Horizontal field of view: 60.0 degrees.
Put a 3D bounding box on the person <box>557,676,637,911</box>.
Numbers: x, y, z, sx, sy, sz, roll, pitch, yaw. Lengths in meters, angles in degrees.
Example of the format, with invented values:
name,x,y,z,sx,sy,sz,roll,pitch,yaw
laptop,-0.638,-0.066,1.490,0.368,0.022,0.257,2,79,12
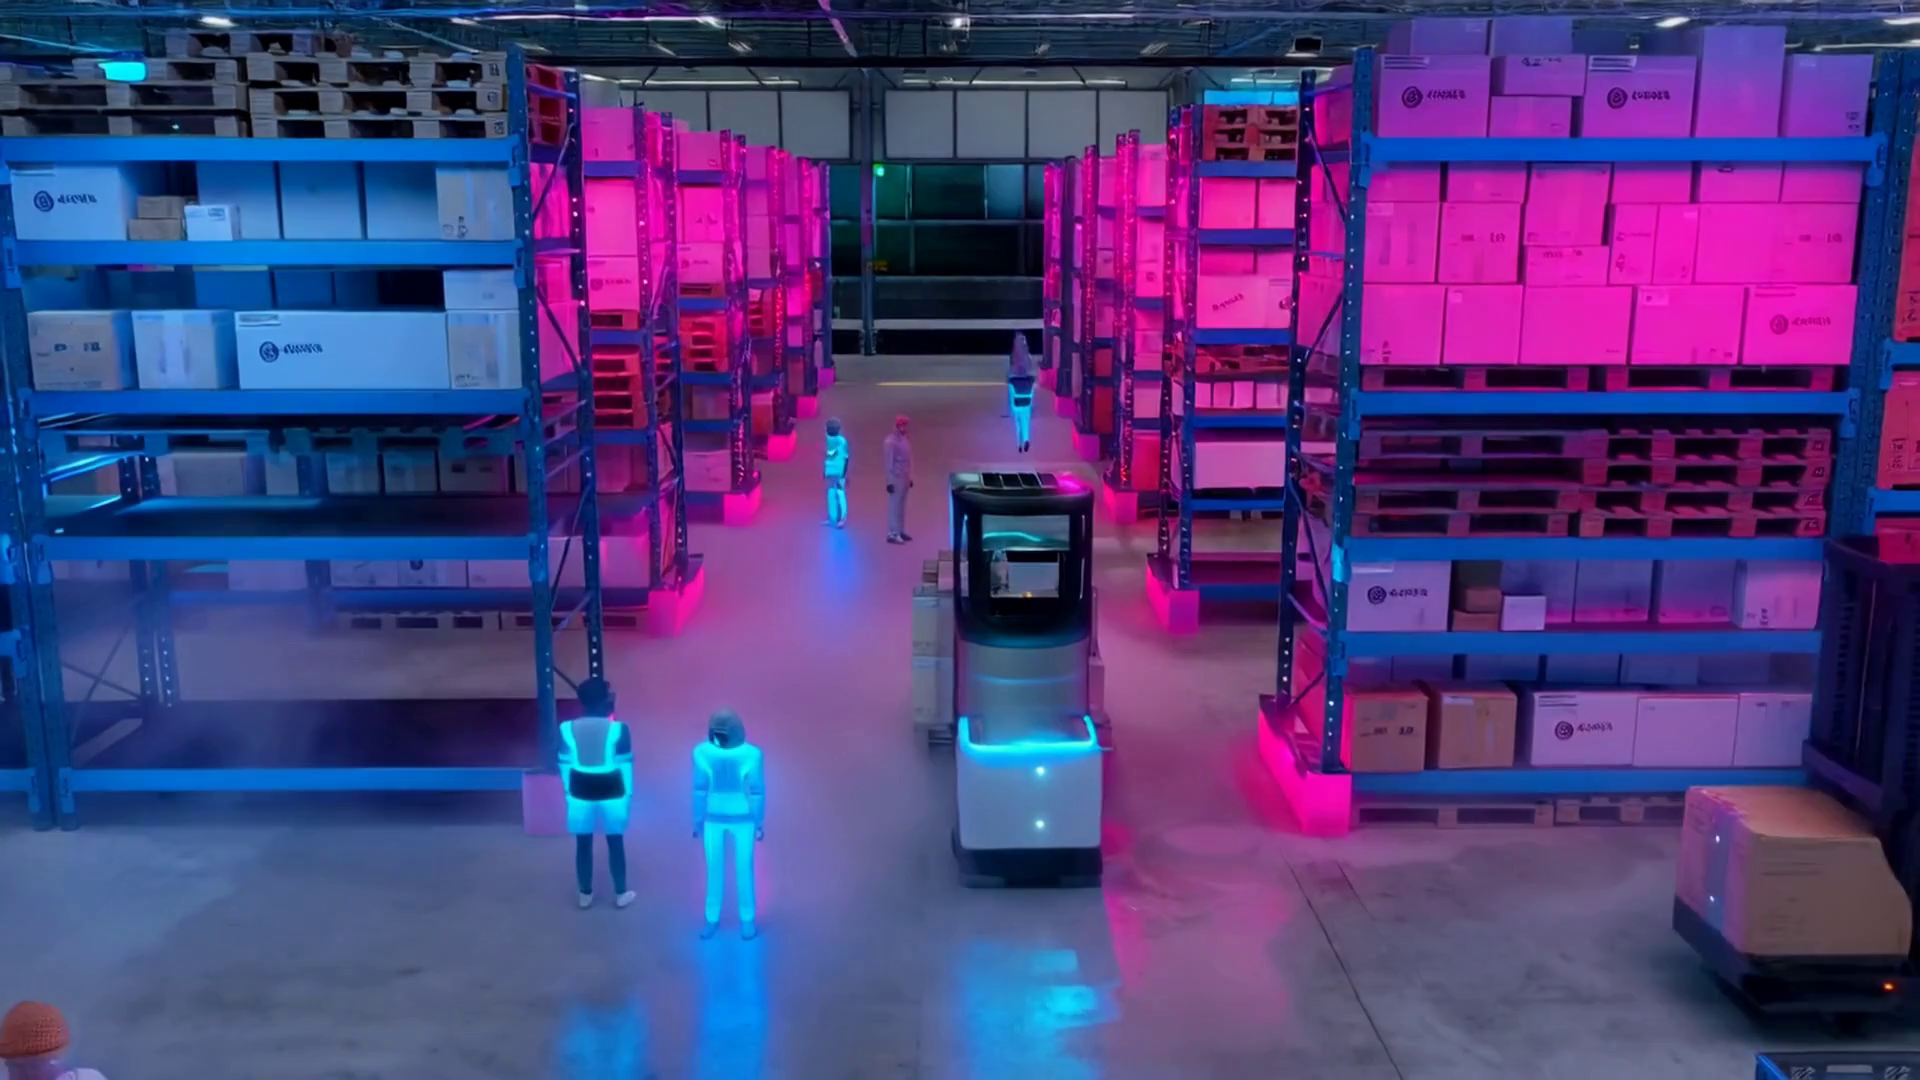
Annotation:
name,x,y,z,sx,sy,sz,roll,pitch,yaw
person,-2.560,1.794,11.754,0.536,1.697,0.322,1,11,3

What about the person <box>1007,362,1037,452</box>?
name,x,y,z,sx,sy,sz,roll,pitch,yaw
person,1.259,-2.703,33.704,0.604,1.825,0.604,0,11,-1

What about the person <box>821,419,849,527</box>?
name,x,y,z,sx,sy,sz,roll,pitch,yaw
person,-1.939,-1.049,25.855,0.531,1.692,0.322,11,15,42

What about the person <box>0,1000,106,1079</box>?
name,x,y,z,sx,sy,sz,roll,pitch,yaw
person,-3.516,2.729,6.554,0.487,1.923,0.578,1,11,5

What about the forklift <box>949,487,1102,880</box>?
name,x,y,z,sx,sy,sz,roll,pitch,yaw
forklift,0.495,0.986,12.813,1.129,2.768,1.873,0,11,-2

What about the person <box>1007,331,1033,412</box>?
name,x,y,z,sx,sy,sz,roll,pitch,yaw
person,1.430,-4.047,39.999,0.627,1.997,1.036,-1,11,-7

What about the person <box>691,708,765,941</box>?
name,x,y,z,sx,sy,sz,roll,pitch,yaw
person,-1.568,1.921,11.282,0.504,1.632,0.270,1,11,5

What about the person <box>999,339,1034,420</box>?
name,x,y,z,sx,sy,sz,roll,pitch,yaw
person,1.337,-3.729,38.690,0.865,1.868,0.647,1,11,6

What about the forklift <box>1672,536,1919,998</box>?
name,x,y,z,sx,sy,sz,roll,pitch,yaw
forklift,5.809,1.415,10.689,1.873,2.768,1.129,0,11,-1

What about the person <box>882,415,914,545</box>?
name,x,y,z,sx,sy,sz,roll,pitch,yaw
person,-0.885,-0.893,24.565,0.405,1.903,0.636,5,13,24
